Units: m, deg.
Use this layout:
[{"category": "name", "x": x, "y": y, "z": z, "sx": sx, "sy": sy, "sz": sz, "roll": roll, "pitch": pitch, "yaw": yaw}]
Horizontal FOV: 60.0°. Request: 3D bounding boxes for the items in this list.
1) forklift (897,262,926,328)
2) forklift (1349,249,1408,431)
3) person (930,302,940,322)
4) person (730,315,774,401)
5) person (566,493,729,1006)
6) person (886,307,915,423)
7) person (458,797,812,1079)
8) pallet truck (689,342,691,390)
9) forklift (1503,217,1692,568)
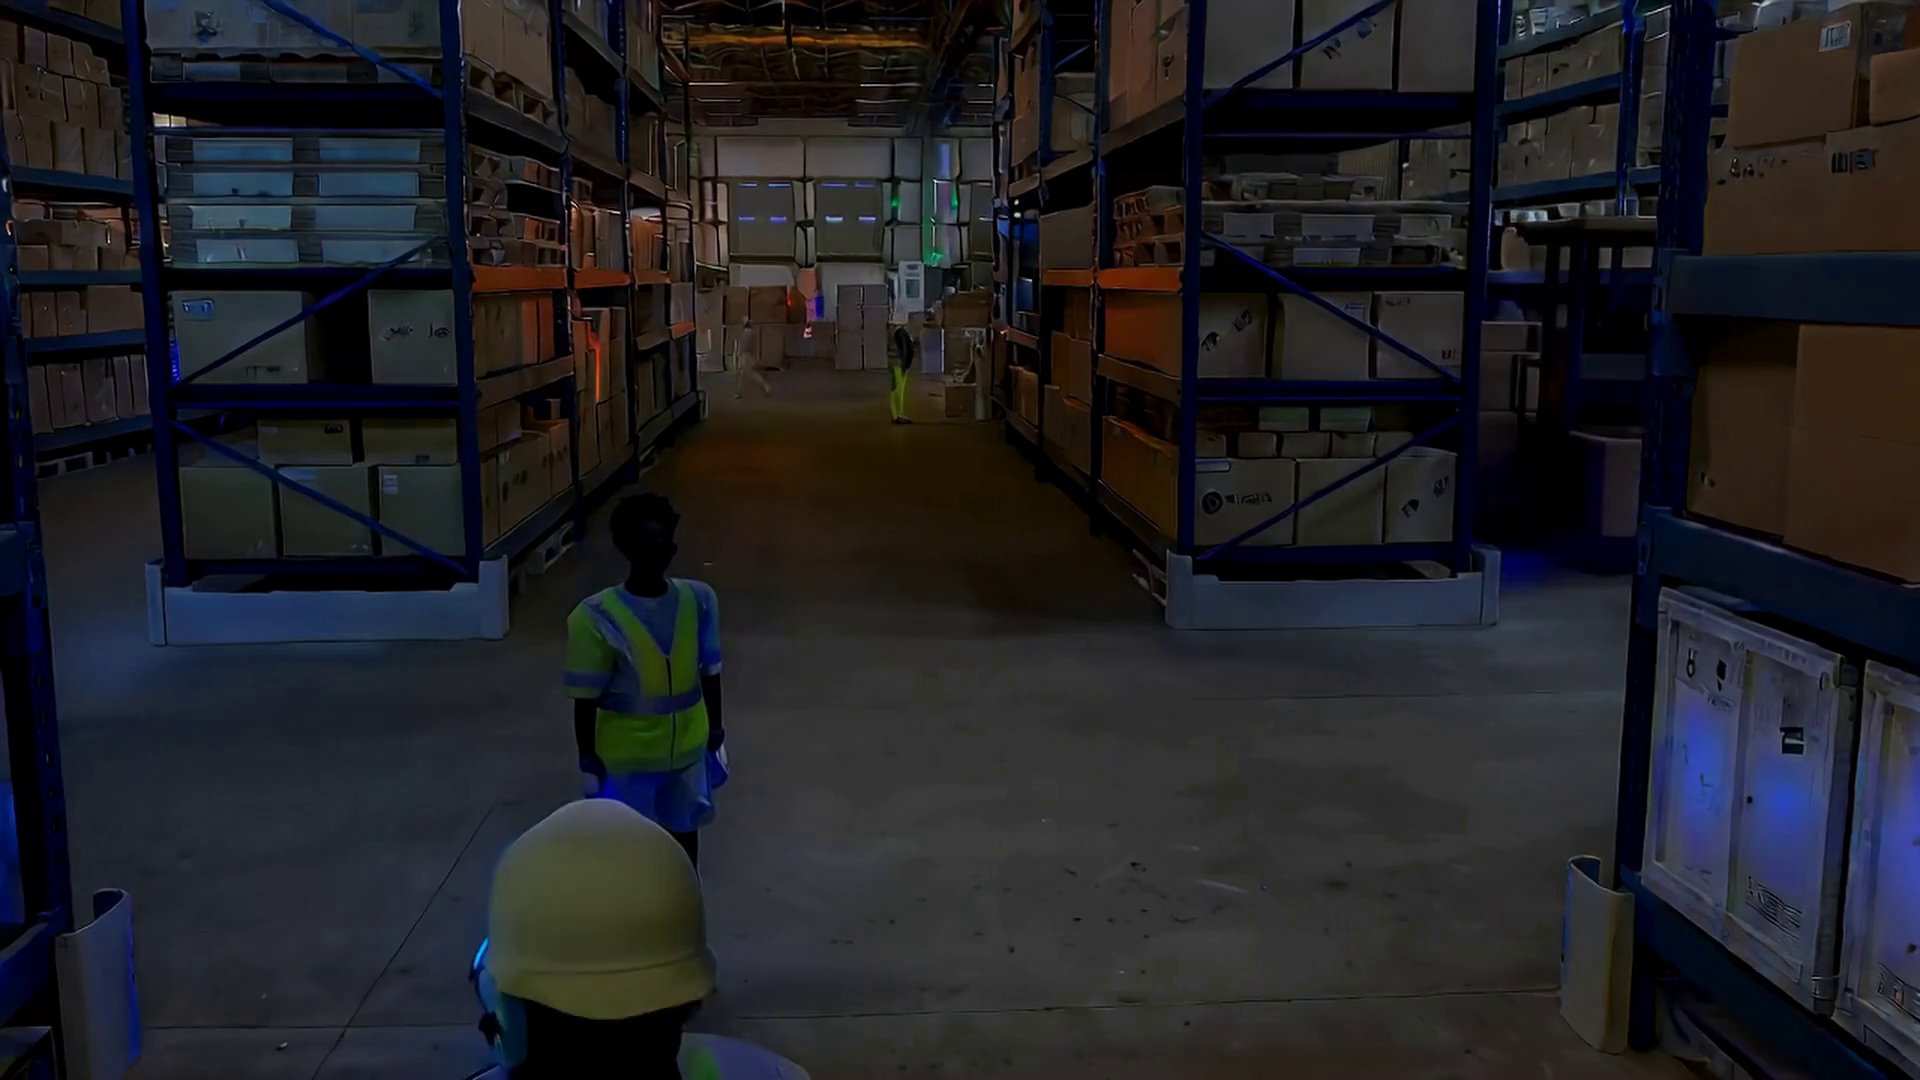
[{"category": "forklift", "x": -1.779, "y": -8.547, "z": 59.498, "sx": 1.129, "sy": 2.768, "sz": 1.873, "roll": -1, "pitch": 9, "yaw": -4}, {"category": "forklift", "x": 5.711, "y": -2.679, "z": 22.653, "sx": 1.129, "sy": 2.768, "sz": 1.873, "roll": -9, "pitch": 13, "yaw": -44}, {"category": "person", "x": -0.761, "y": -5.800, "z": 46.217, "sx": 0.751, "sy": 1.614, "sz": 0.519, "roll": 3, "pitch": 9, "yaw": 18}, {"category": "person", "x": -3.901, "y": -3.407, "z": 31.194, "sx": 0.774, "sy": 1.612, "sz": 0.513, "roll": -3, "pitch": 9, "yaw": -16}, {"category": "person", "x": -0.981, "y": 0.686, "z": 5.262, "sx": 0.537, "sy": 1.690, "sz": 0.321, "roll": -7, "pitch": 12, "yaw": -39}, {"category": "person", "x": -0.951, "y": -2.786, "z": 26.567, "sx": 0.429, "sy": 1.847, "sz": 0.625, "roll": -3, "pitch": 10, "yaw": -19}, {"category": "person", "x": -0.374, "y": 1.166, "z": 1.784, "sx": 0.590, "sy": 1.835, "sz": 0.404, "roll": -6, "pitch": 11, "yaw": -35}, {"category": "pallet truck", "x": -5.225, "y": -3.008, "z": 27.480, "sx": 1.885, "sy": 1.965, "sz": 0.823, "roll": 2, "pitch": 9, "yaw": 14}, {"category": "forklift", "x": 5.474, "y": -1.261, "z": 13.748, "sx": 1.129, "sy": 2.768, "sz": 1.873, "roll": -1, "pitch": 9, "yaw": -4}]
